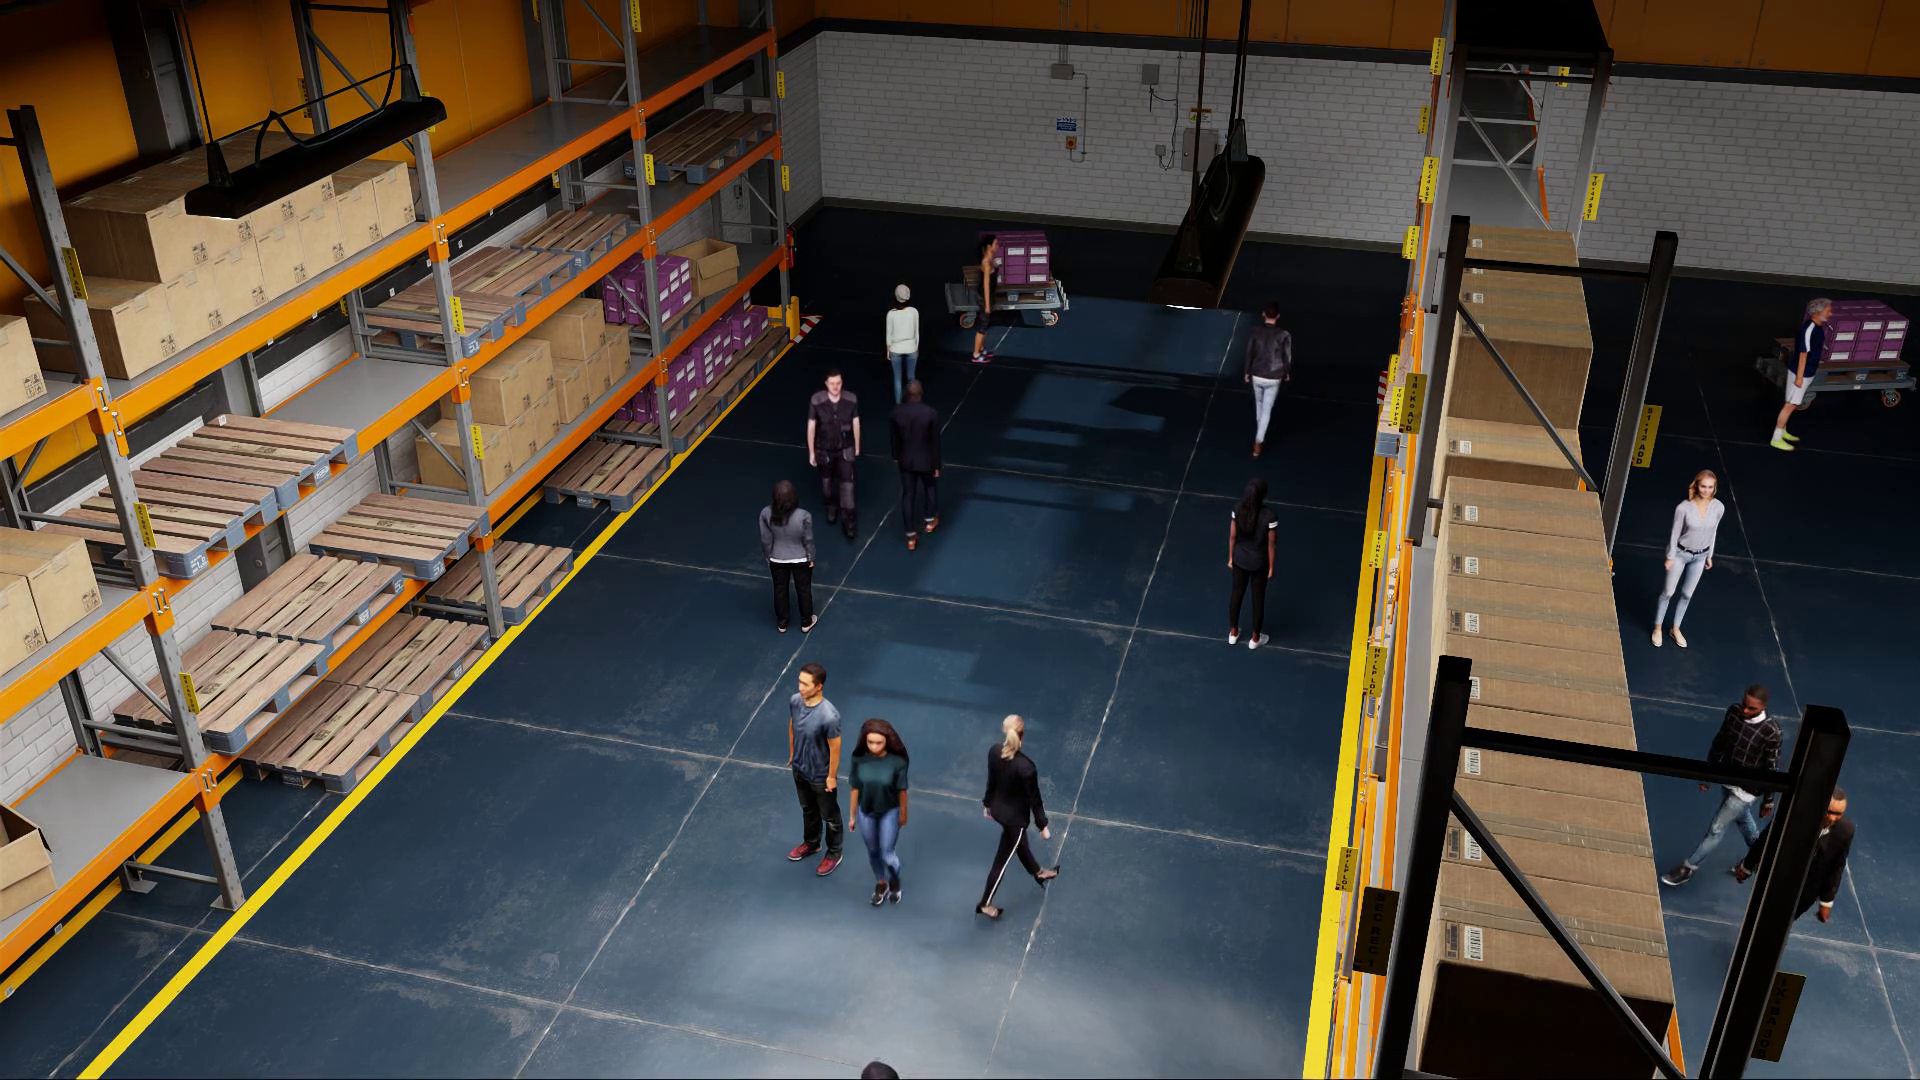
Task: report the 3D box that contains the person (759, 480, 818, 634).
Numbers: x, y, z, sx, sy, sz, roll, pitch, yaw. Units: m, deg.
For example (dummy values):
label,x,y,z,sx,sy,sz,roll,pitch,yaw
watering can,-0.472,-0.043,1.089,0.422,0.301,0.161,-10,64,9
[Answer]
label,x,y,z,sx,sy,sz,roll,pitch,yaw
person,-1.596,0.147,15.631,0.704,1.598,0.698,3,29,5

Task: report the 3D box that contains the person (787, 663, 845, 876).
label,x,y,z,sx,sy,sz,roll,pitch,yaw
person,-1.084,1.701,12.561,0.725,1.810,0.703,23,36,35

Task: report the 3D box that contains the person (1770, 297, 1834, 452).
label,x,y,z,sx,sy,sz,roll,pitch,yaw
person,9.737,-1.953,19.233,0.758,1.836,0.593,18,33,30

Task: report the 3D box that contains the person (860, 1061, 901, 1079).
label,x,y,z,sx,sy,sz,roll,pitch,yaw
person,-0.400,3.564,9.160,0.613,1.795,0.706,-21,35,-34

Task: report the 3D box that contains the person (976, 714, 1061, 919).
label,x,y,z,sx,sy,sz,roll,pitch,yaw
person,0.288,2.070,12.044,1.151,1.658,1.038,-20,34,-31

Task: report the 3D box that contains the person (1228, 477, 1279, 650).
label,x,y,z,sx,sy,sz,roll,pitch,yaw
person,2.695,0.201,15.397,0.677,1.728,0.671,17,33,28

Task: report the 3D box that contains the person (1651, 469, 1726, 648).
label,x,y,z,sx,sy,sz,roll,pitch,yaw
person,6.738,0.162,15.398,0.631,1.796,0.572,1,29,2

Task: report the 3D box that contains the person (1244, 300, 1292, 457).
label,x,y,z,sx,sy,sz,roll,pitch,yaw
person,3.497,-1.813,19.016,0.759,1.798,1.135,11,30,19

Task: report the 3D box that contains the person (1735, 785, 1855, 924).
label,x,y,z,sx,sy,sz,roll,pitch,yaw
person,5.668,2.316,11.405,0.746,1.837,1.303,8,30,13

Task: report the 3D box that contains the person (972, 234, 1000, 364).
label,x,y,z,sx,sy,sz,roll,pitch,yaw
person,0.304,-3.119,21.501,0.673,1.711,0.557,2,29,3

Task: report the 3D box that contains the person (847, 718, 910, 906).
label,x,y,z,sx,sy,sz,roll,pitch,yaw
person,-0.584,1.962,12.296,0.582,1.605,0.589,8,30,14

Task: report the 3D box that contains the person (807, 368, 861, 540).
label,x,y,z,sx,sy,sz,roll,pitch,yaw
person,-1.332,-0.976,17.474,0.958,1.804,1.220,-2,29,-4

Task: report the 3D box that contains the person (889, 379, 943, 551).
label,x,y,z,sx,sy,sz,roll,pitch,yaw
person,-0.463,-0.738,17.048,0.761,1.794,0.923,5,29,9

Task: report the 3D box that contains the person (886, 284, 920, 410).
label,x,y,z,sx,sy,sz,roll,pitch,yaw
person,-0.676,-2.310,20.085,0.630,1.647,0.631,-5,29,-10

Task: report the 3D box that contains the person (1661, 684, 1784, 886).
label,x,y,z,sx,sy,sz,roll,pitch,yaw
person,5.909,1.807,12.415,1.135,1.764,1.240,-8,30,-15
